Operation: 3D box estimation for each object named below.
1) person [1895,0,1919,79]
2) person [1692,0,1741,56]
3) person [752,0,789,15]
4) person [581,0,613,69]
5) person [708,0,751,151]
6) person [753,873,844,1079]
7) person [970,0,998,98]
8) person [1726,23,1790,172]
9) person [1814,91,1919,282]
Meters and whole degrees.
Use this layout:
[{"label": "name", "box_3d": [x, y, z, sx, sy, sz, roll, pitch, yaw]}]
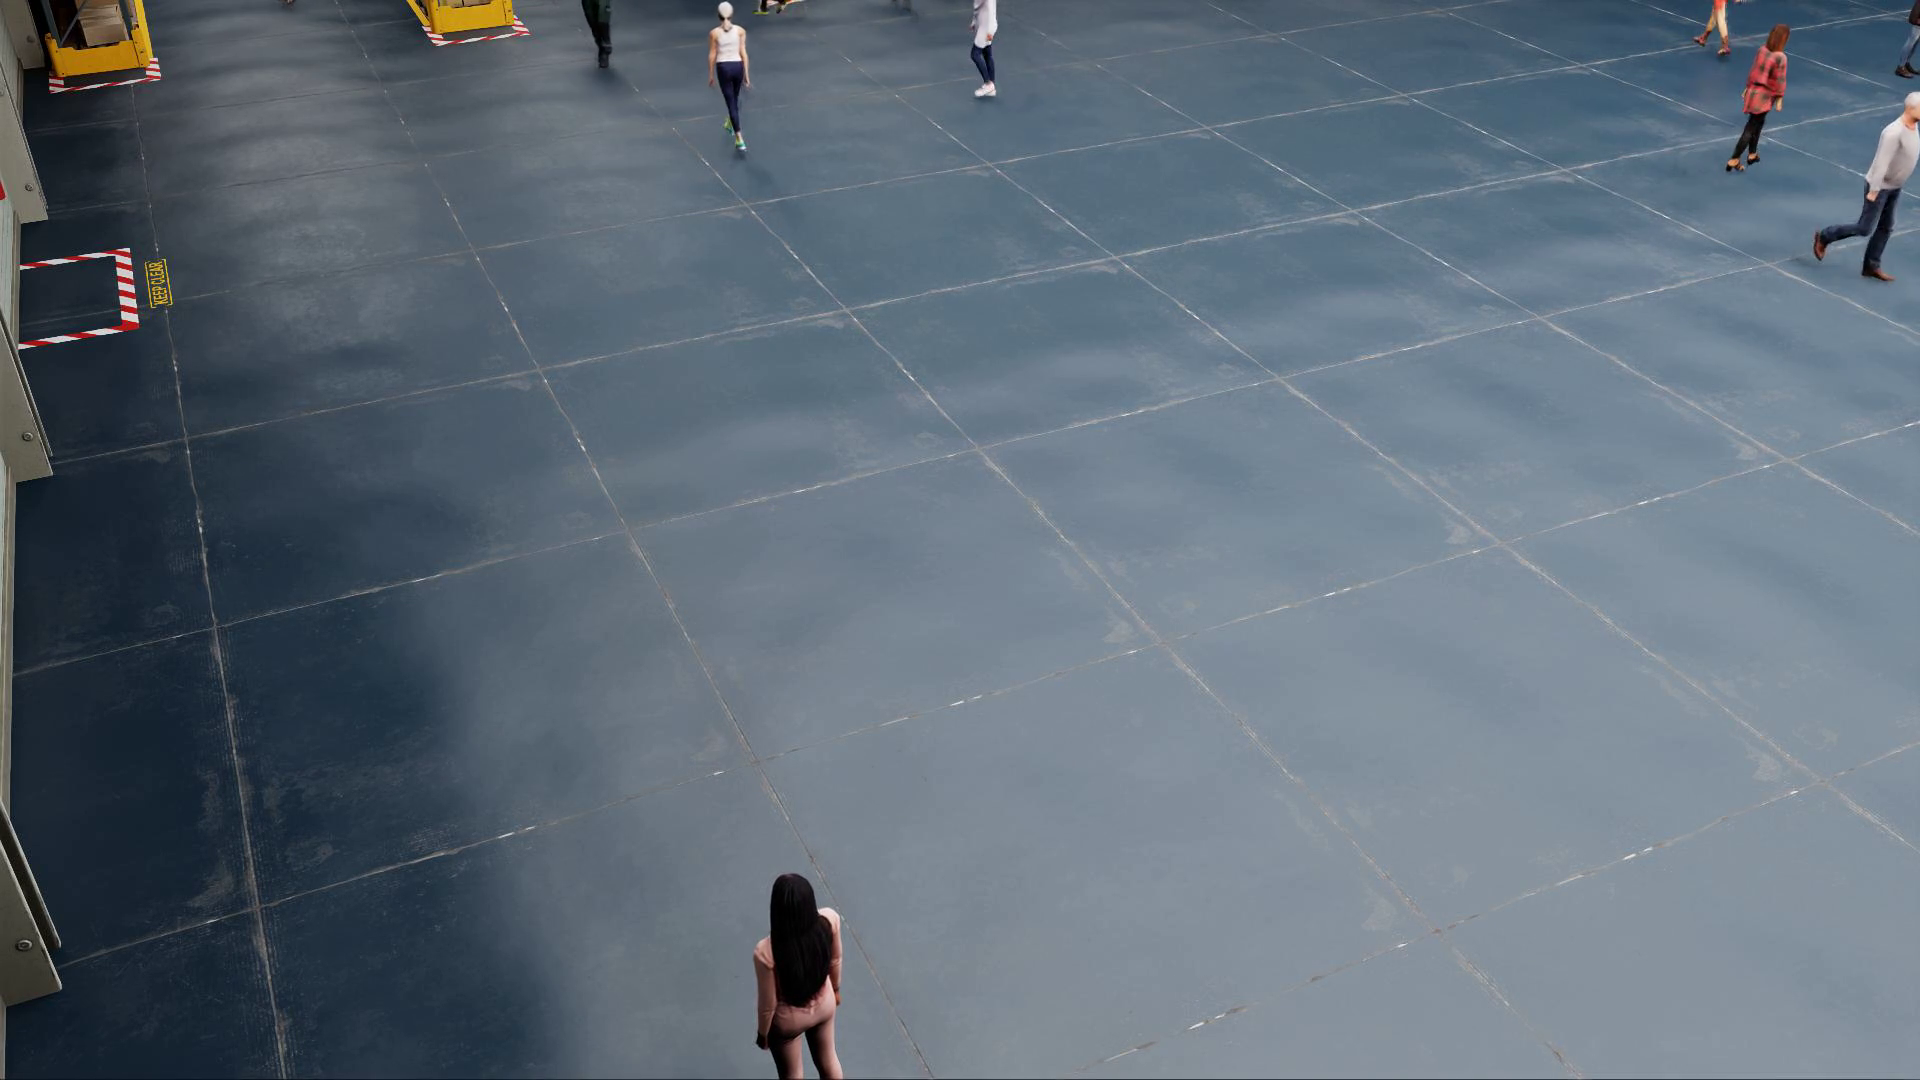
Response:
[{"label": "person", "box_3d": [12.734, -6.968, 21.950, 0.718, 1.635, 0.716, 27, 42, 35]}, {"label": "person", "box_3d": [10.451, -7.434, 22.627, 0.758, 1.679, 1.163, -7, 34, -10]}, {"label": "person", "box_3d": [-2.797, -8.448, 24.314, 0.798, 1.540, 0.820, 0, 33, -1]}, {"label": "person", "box_3d": [-4.910, -7.380, 22.376, 0.977, 1.863, 1.317, -2, 33, -4]}, {"label": "person", "box_3d": [-2.681, -5.400, 19.522, 0.645, 1.654, 1.165, -12, 35, -18]}, {"label": "person", "box_3d": [-0.743, 2.208, 7.762, 0.674, 1.721, 0.615, -24, 40, -32]}, {"label": "person", "box_3d": [0.418, -6.510, 21.125, 0.752, 1.767, 0.635, -2, 33, -2]}, {"label": "person", "box_3d": [9.006, -4.993, 18.868, 0.768, 1.685, 0.757, -8, 34, -12]}, {"label": "person", "box_3d": [9.031, -3.505, 16.395, 0.924, 1.888, 1.157, -26, 41, -34]}]
